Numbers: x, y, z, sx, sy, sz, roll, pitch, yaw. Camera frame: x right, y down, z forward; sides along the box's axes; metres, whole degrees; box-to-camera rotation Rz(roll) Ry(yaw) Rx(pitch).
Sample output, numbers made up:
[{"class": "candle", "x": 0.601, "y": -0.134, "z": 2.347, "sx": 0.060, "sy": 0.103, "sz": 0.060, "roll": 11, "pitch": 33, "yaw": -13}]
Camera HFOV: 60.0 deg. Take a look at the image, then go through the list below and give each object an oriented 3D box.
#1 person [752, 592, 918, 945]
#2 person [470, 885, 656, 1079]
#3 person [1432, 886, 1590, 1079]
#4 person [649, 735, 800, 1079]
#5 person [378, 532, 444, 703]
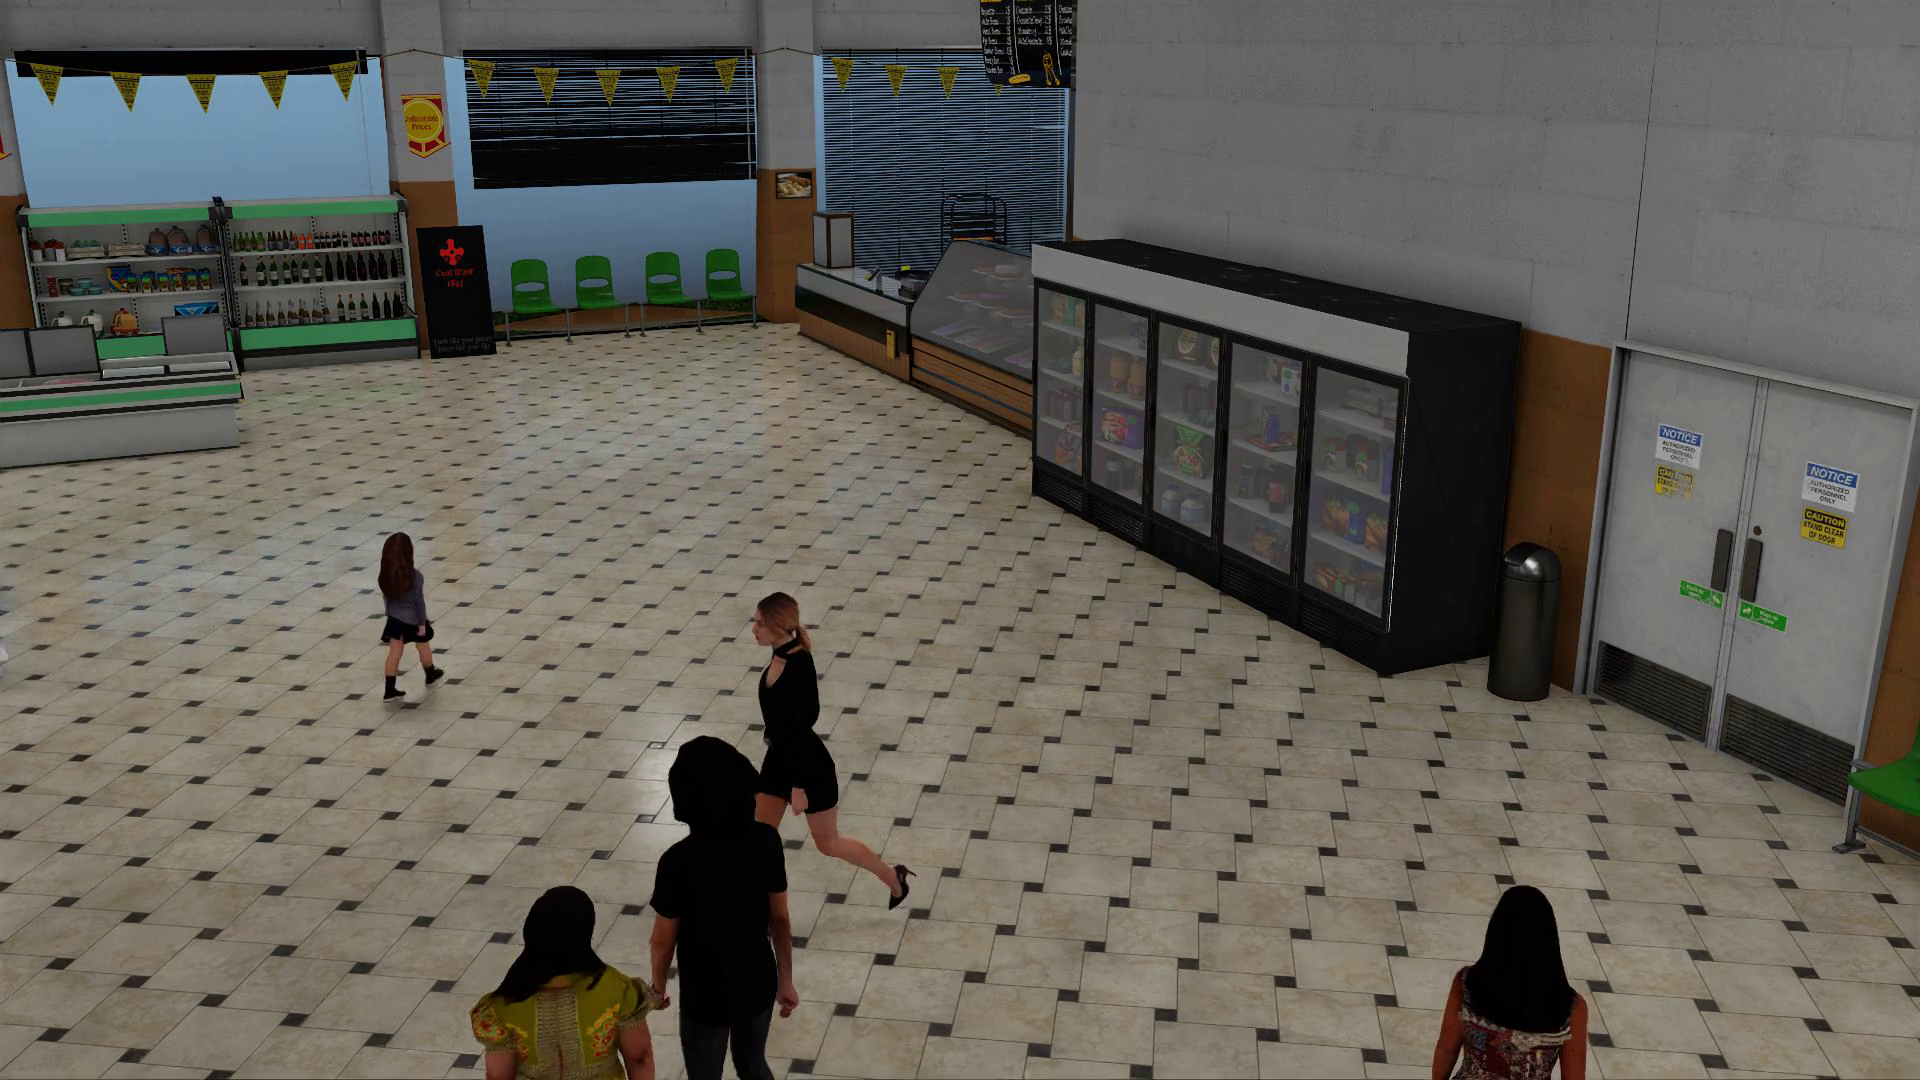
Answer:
[{"class": "person", "x": -0.648, "y": 1.076, "z": 7.499, "sx": 1.148, "sy": 1.728, "sz": 0.645, "roll": -10, "pitch": 19, "yaw": -29}, {"class": "person", "x": -1.178, "y": 1.841, "z": 5.116, "sx": 0.729, "sy": 1.650, "sz": 1.022, "roll": -8, "pitch": 19, "yaw": -25}, {"class": "person", "x": 1.652, "y": 1.856, "z": 5.096, "sx": 0.784, "sy": 1.632, "sz": 0.847, "roll": 5, "pitch": 18, "yaw": 15}, {"class": "person", "x": -0.792, "y": 1.564, "z": 5.741, "sx": 0.799, "sy": 1.816, "sz": 0.784, "roll": -11, "pitch": 20, "yaw": -33}, {"class": "person", "x": -3.539, "y": 0.503, "z": 10.500, "sx": 0.785, "sy": 1.082, "sz": 0.815, "roll": 5, "pitch": 18, "yaw": 15}]
